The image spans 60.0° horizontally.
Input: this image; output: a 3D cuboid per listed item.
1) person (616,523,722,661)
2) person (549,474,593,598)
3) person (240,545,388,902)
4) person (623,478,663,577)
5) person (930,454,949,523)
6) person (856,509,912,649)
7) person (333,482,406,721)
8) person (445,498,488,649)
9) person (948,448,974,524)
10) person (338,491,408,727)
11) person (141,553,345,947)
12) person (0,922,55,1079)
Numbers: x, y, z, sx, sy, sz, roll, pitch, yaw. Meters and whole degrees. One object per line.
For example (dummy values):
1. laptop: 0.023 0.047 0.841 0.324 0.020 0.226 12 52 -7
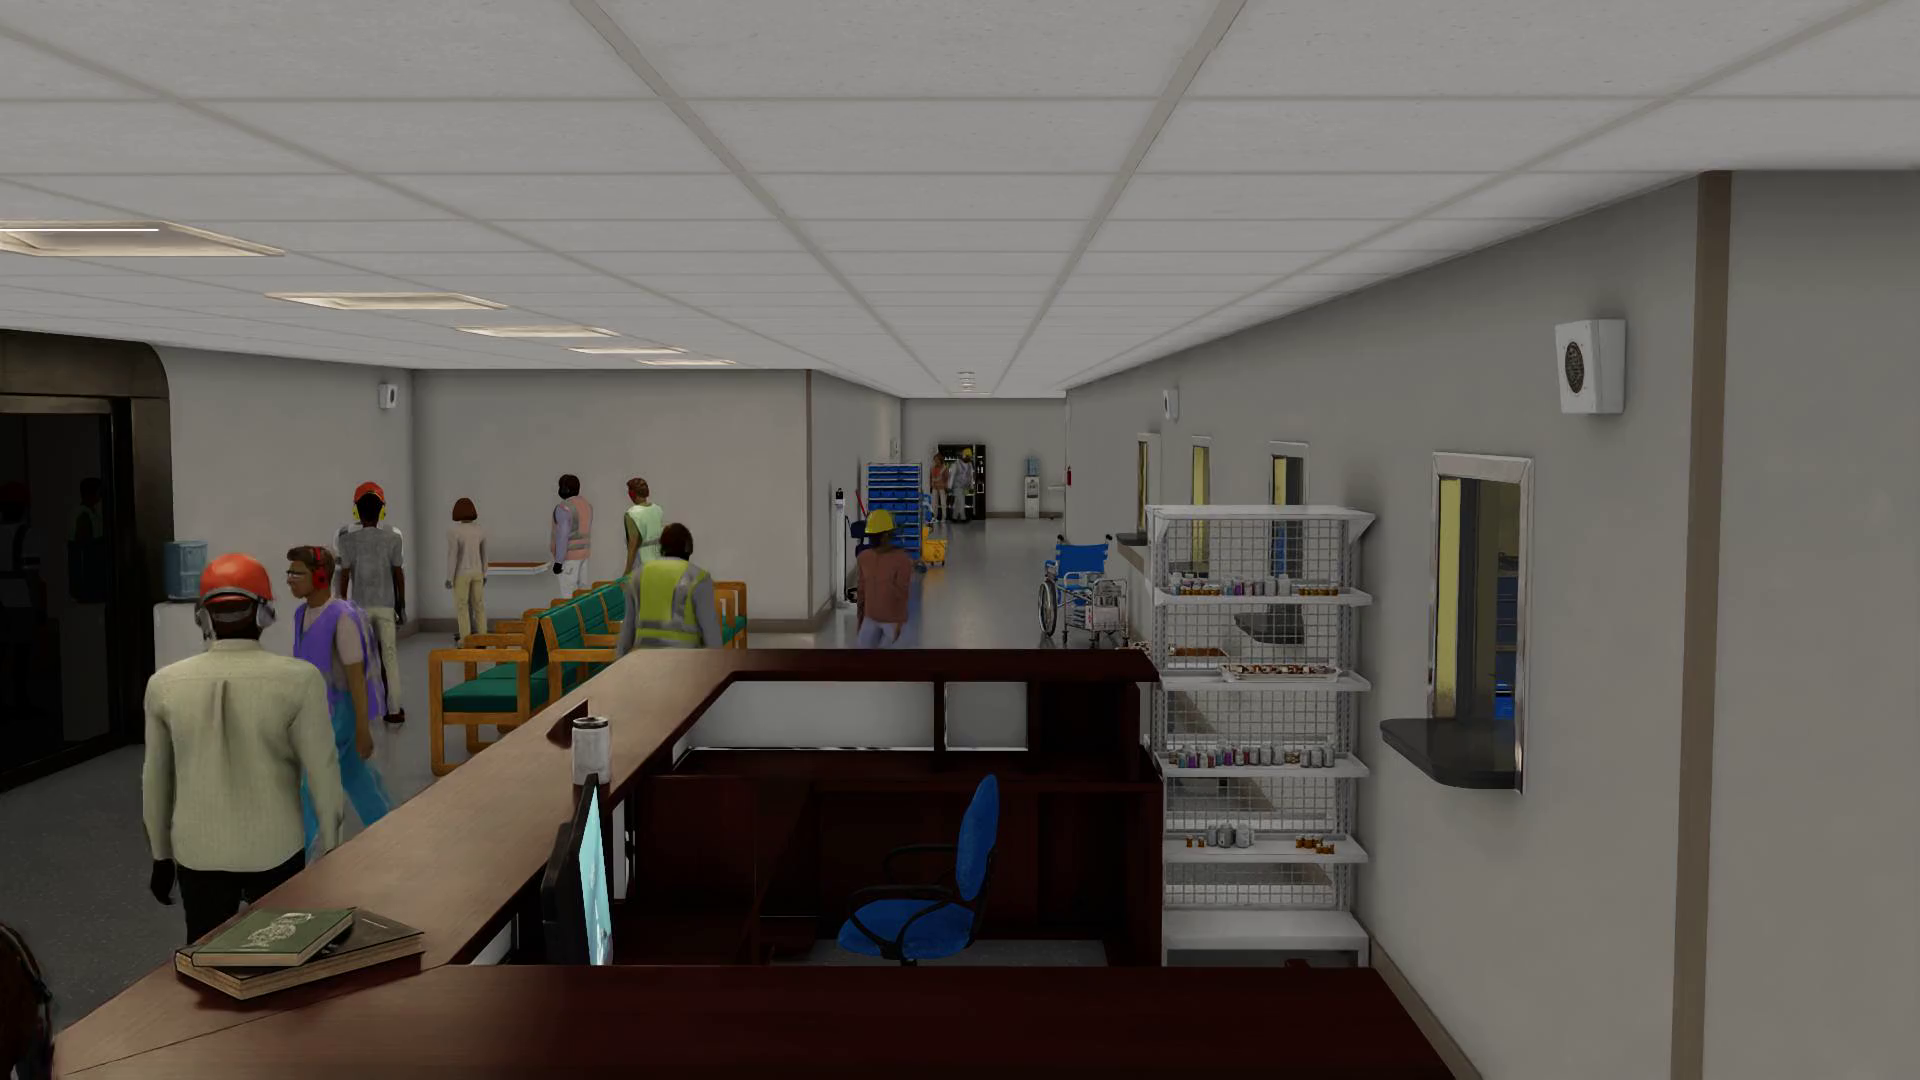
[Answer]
1. person: -1.879 0.783 10.714 0.671 1.769 1.078 2 5 29
2. person: -4.292 0.198 18.297 0.429 1.844 0.624 1 4 16
3. person: -3.267 0.922 8.472 0.978 1.787 0.587 -3 5 -39
4. person: -3.274 0.275 17.225 0.390 1.838 0.563 2 4 23
5. person: -0.495 -1.219 39.558 0.515 1.641 0.315 2 5 31
6. person: -0.603 0.633 12.810 0.521 1.745 0.455 2 5 27
7. person: -4.761 0.497 13.442 0.551 1.932 0.376 -1 4 -10
8. person: -5.097 0.379 17.191 0.269 1.631 0.509 3 5 34
9. person: 0.057 -1.254 39.021 0.831 1.780 0.614 4 5 42
10. person: -4.651 0.553 13.170 0.520 1.862 0.327 -2 4 -21
11. person: -2.418 1.043 5.642 0.670 1.981 0.476 0 4 -3
12. person: -1.194 1.364 2.004 0.633 1.835 0.429 -2 5 -30
